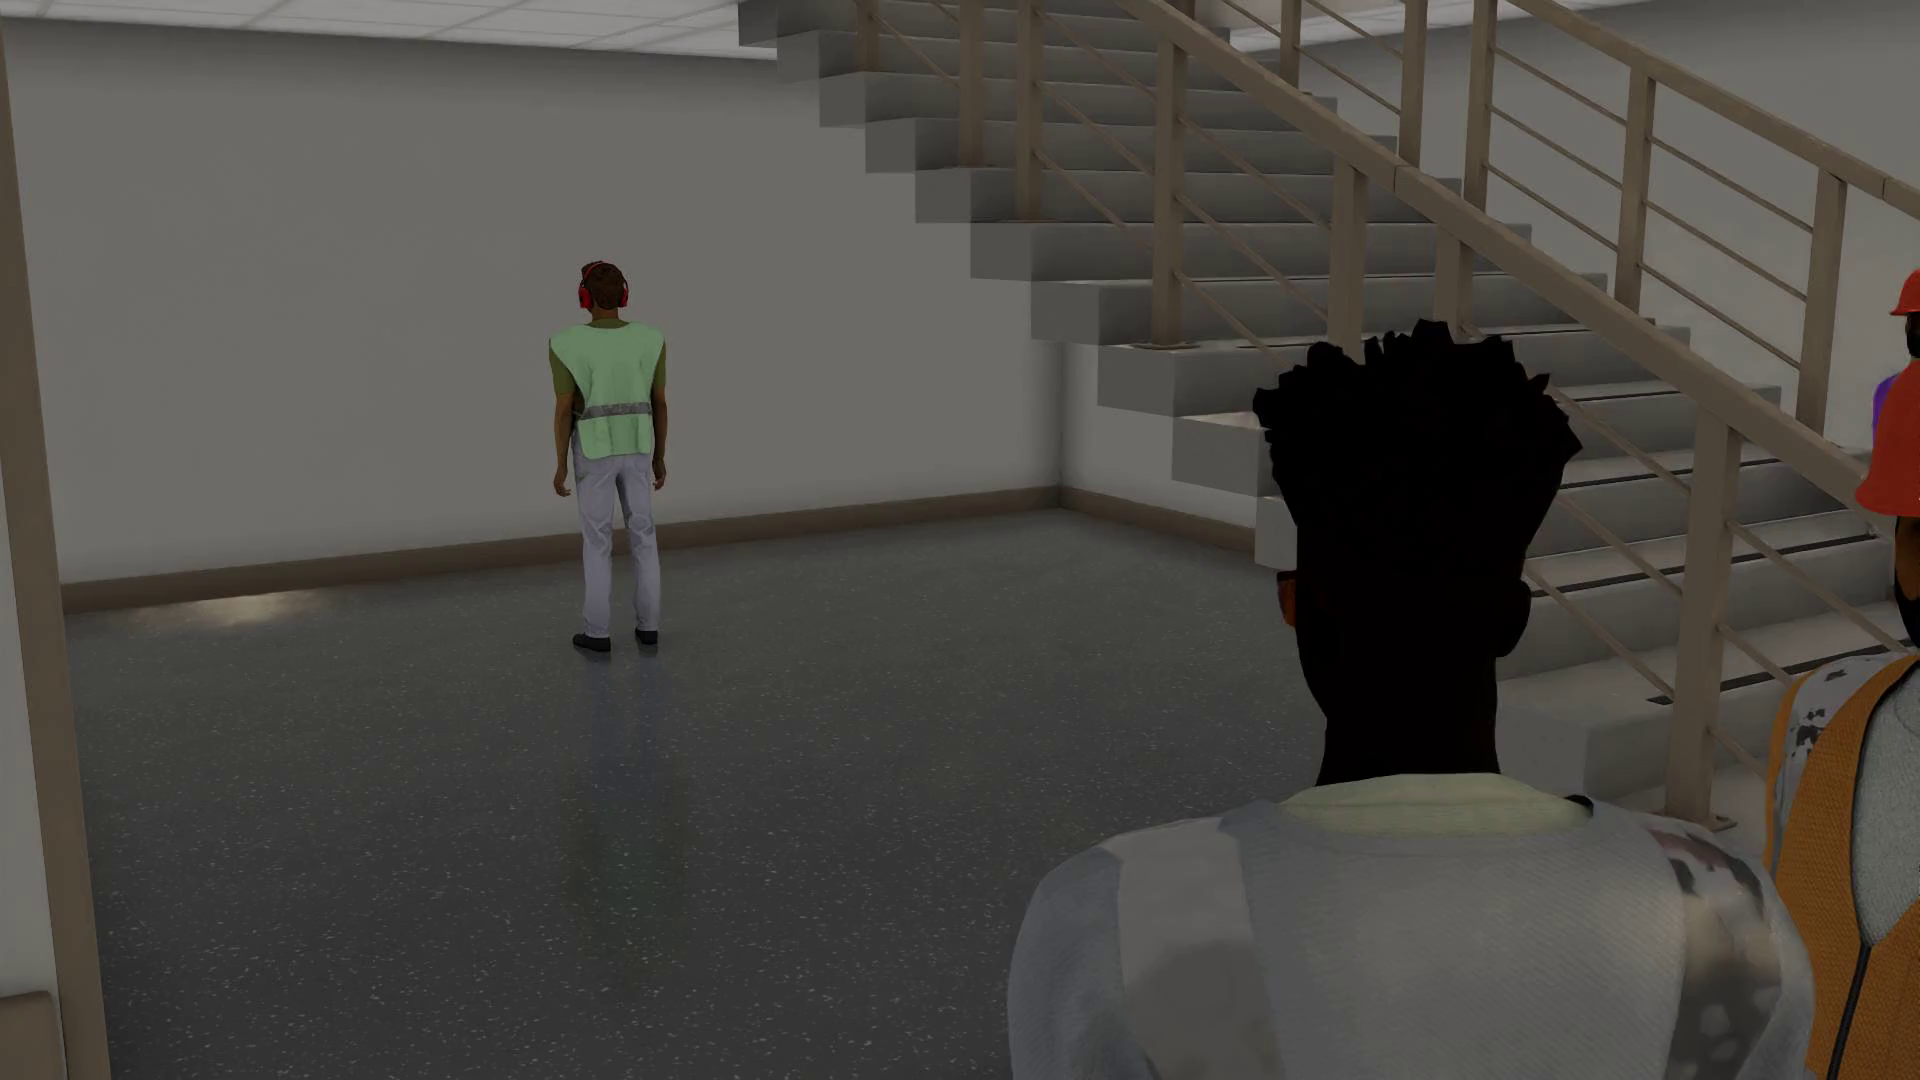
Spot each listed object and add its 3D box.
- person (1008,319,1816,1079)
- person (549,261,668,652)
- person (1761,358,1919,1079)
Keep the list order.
[{"bbox_3d":[0.321,0.809,1.333,0.612,1.953,0.388,-2,11,-9],"label":"person"},{"bbox_3d":[-1.648,-0.387,7.882,0.564,1.850,0.390,-7,13,-32],"label":"person"},{"bbox_3d":[0.934,0.755,1.635,0.344,1.942,0.547,-4,11,-18],"label":"person"}]
